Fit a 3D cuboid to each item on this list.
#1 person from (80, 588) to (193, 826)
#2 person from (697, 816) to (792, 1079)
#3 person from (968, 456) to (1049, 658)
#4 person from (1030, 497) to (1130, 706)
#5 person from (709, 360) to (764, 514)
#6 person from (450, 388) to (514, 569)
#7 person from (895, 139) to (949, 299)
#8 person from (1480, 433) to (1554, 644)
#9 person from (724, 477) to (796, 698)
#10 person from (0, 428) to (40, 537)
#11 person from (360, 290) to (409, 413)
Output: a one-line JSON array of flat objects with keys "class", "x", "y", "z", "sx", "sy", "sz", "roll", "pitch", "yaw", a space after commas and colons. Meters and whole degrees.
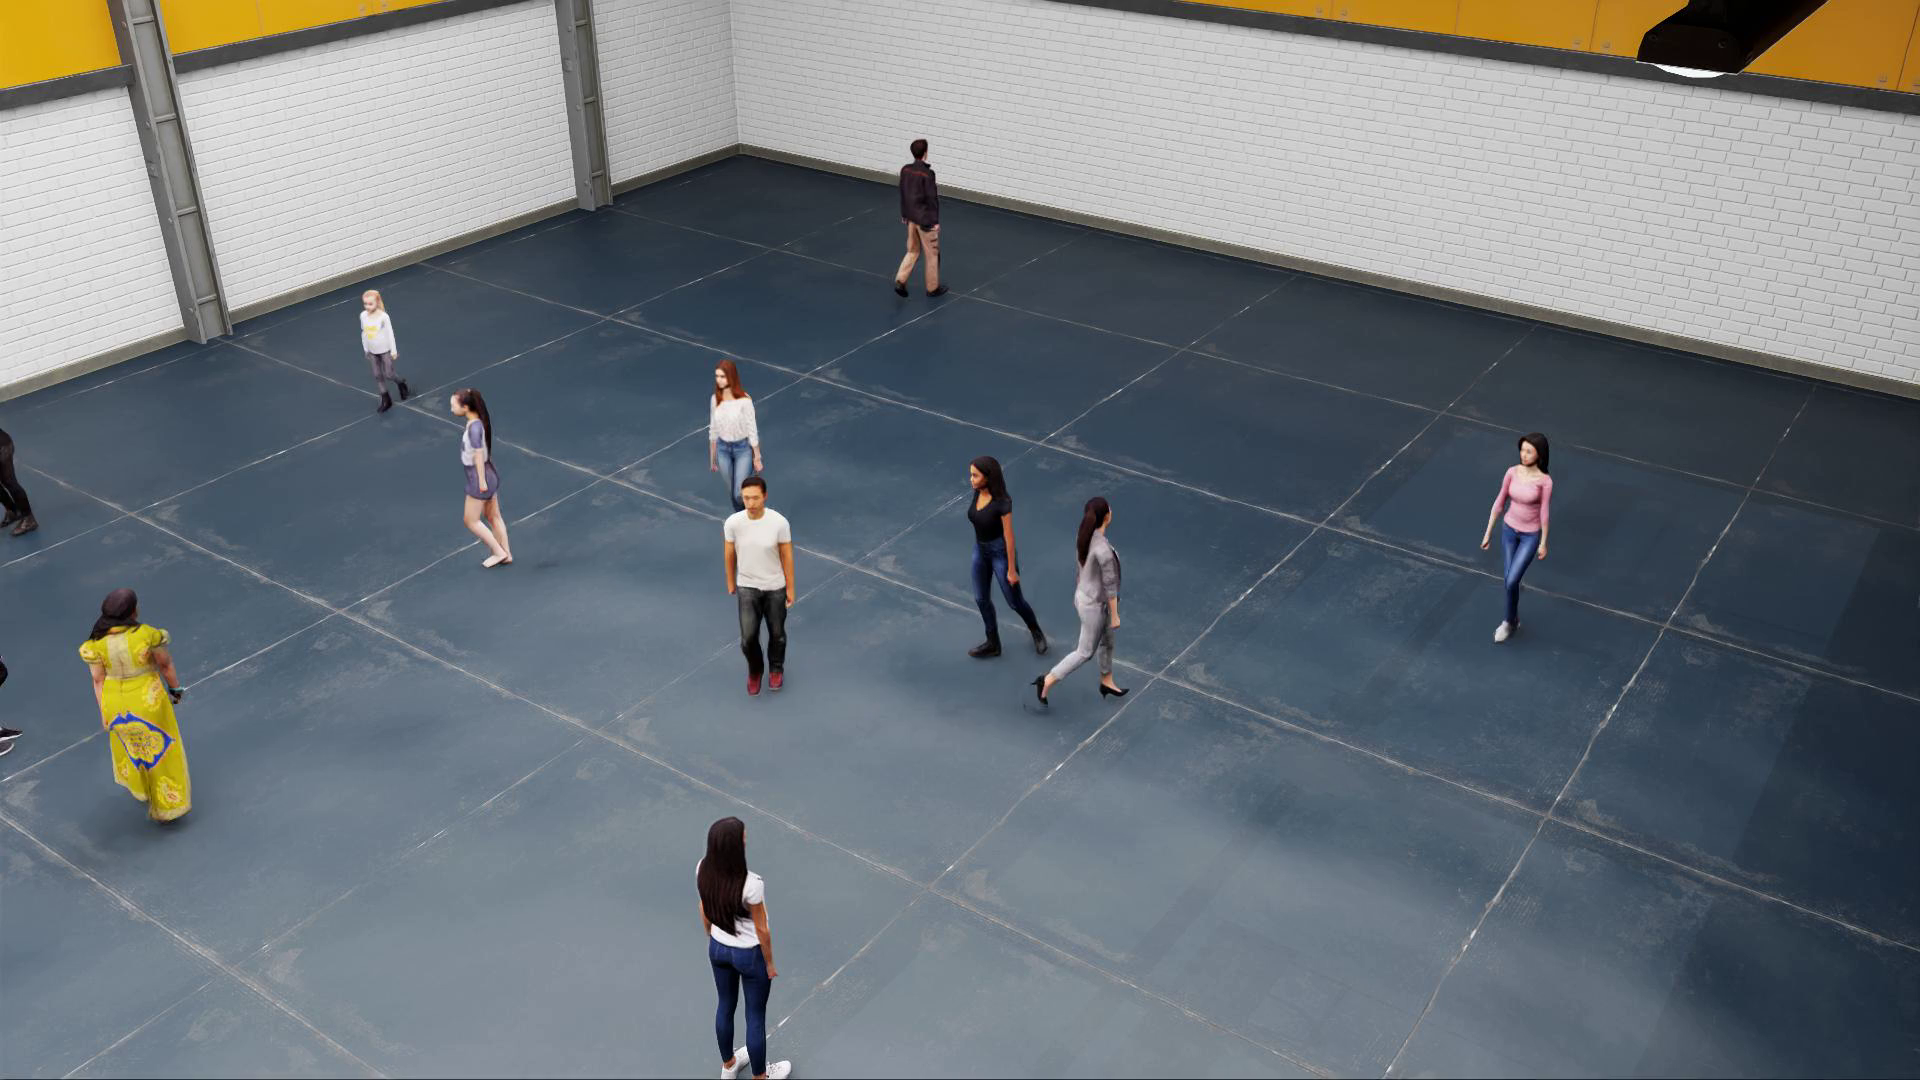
[{"class": "person", "x": -5.402, "y": 1.134, "z": 10.898, "sx": 1.027, "sy": 1.622, "sz": 1.083, "roll": -11, "pitch": 31, "yaw": -19}, {"class": "person", "x": -1.174, "y": 2.194, "z": 8.794, "sx": 0.596, "sy": 1.775, "sz": 0.509, "roll": 17, "pitch": 33, "yaw": 28}, {"class": "person", "x": 0.318, "y": 0.147, "z": 12.619, "sx": 0.911, "sy": 1.706, "sz": 0.777, "roll": -25, "pitch": 37, "yaw": -38}, {"class": "person", "x": 0.887, "y": 0.506, "z": 12.030, "sx": 1.111, "sy": 1.640, "sz": 1.014, "roll": -5, "pitch": 29, "yaw": -10}, {"class": "person", "x": -1.879, "y": -0.770, "z": 14.286, "sx": 0.658, "sy": 1.720, "sz": 0.645, "roll": 12, "pitch": 31, "yaw": 21}, {"class": "person", "x": -3.905, "y": -0.513, "z": 13.899, "sx": 0.774, "sy": 1.639, "sz": 0.706, "roll": -3, "pitch": 29, "yaw": -6}, {"class": "person", "x": -0.498, "y": -3.737, "z": 19.521, "sx": 0.747, "sy": 1.915, "sz": 0.987, "roll": 22, "pitch": 35, "yaw": 34}, {"class": "person", "x": 4.422, "y": -0.055, "z": 12.960, "sx": 0.734, "sy": 1.733, "sz": 0.711, "roll": -21, "pitch": 35, "yaw": -33}, {"class": "person", "x": -1.451, "y": 0.284, "z": 12.284, "sx": 0.797, "sy": 1.787, "sz": 0.850, "roll": -3, "pitch": 29, "yaw": -6}, {"class": "person", "x": -8.311, "y": -0.822, "z": 14.475, "sx": 0.597, "sy": 1.630, "sz": 0.569, "roll": 21, "pitch": 35, "yaw": 34}, {"class": "person", "x": -5.875, "y": -1.955, "z": 16.929, "sx": 0.617, "sy": 1.269, "sz": 0.737, "roll": 6, "pitch": 29, "yaw": 11}]
